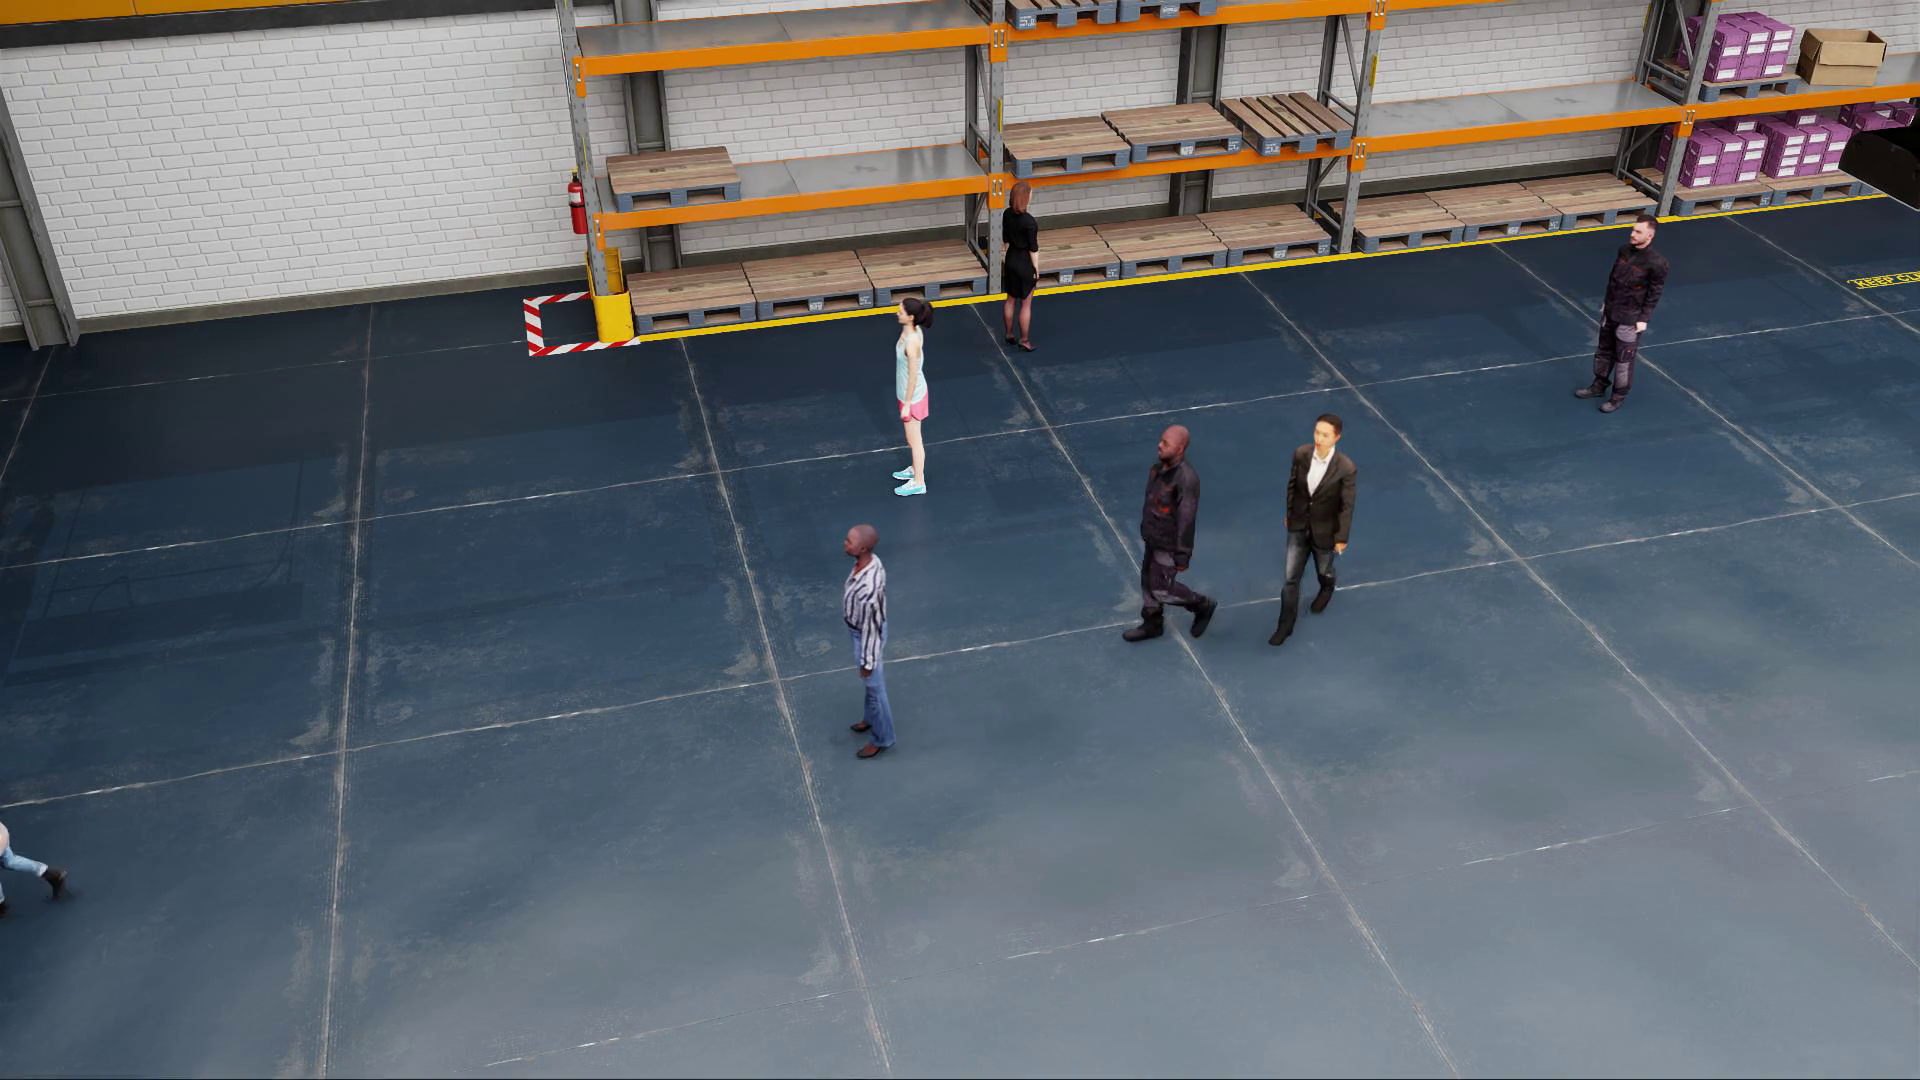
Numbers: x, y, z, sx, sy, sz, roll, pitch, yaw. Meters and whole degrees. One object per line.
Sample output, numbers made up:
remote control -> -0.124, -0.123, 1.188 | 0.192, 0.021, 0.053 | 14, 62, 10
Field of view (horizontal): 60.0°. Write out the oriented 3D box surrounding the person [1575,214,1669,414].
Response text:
person -> 5.998, -2.065, 14.955 | 0.678, 1.857, 0.757 | -15, 36, -21

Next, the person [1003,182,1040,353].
person -> 0.575, -2.611, 15.911 | 0.647, 1.707, 0.655 | -27, 42, -34

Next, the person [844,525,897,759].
person -> -0.592, 0.653, 10.922 | 0.579, 1.795, 0.646 | -4, 34, -5

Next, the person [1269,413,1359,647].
person -> 2.639, -0.133, 12.130 | 1.125, 1.766, 1.226 | 21, 39, 29

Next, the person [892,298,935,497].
person -> -0.406, -1.194, 13.727 | 0.649, 1.765, 0.632 | -1, 34, -2

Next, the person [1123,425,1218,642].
person -> 1.574, -0.041, 11.954 | 0.910, 1.808, 0.704 | -10, 35, -14
